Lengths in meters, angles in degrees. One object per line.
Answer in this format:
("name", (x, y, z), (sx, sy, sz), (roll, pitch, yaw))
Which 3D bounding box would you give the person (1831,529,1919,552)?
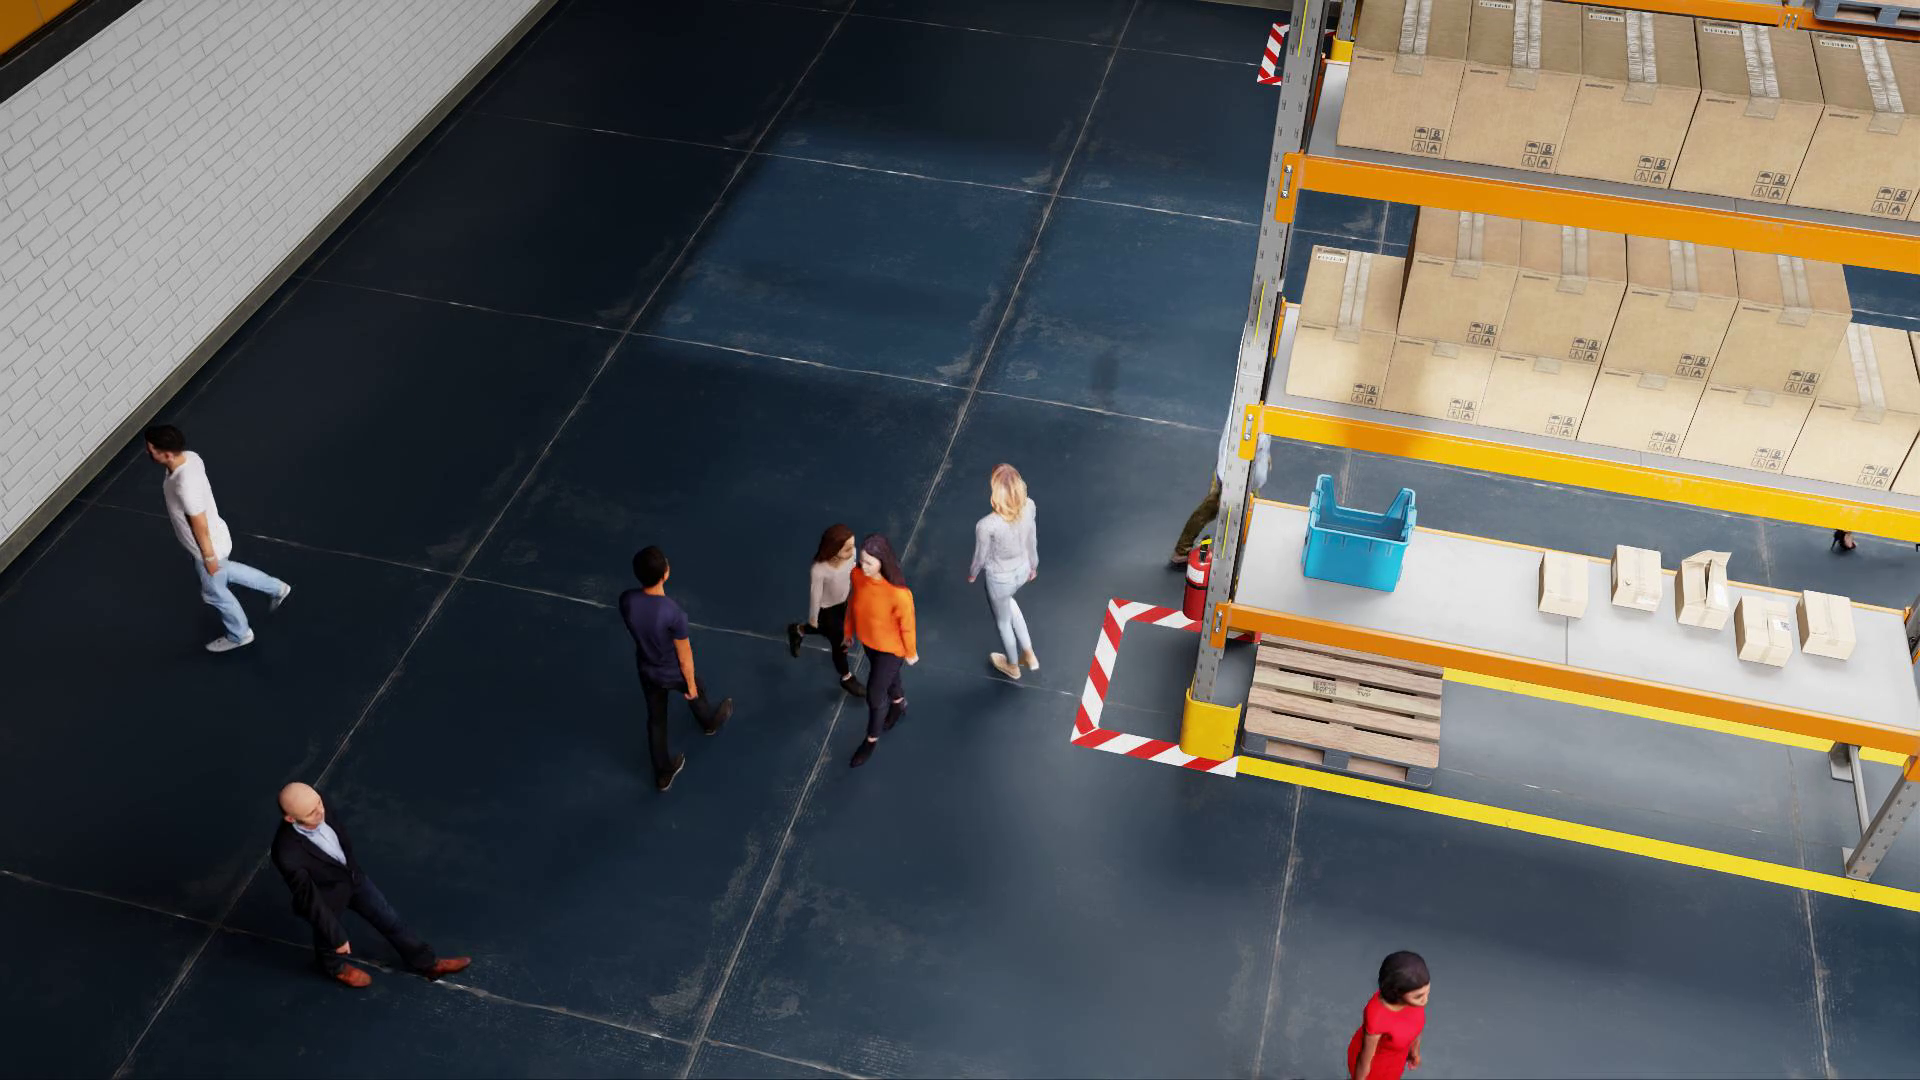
("person", (6.455, -0.513, 11.413), (1.096, 1.680, 0.878), (-2, 44, -2))

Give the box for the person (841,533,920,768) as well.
("person", (-0.404, 0.581, 10.226), (0.919, 1.732, 0.898), (-34, 53, -30))

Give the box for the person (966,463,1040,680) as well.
("person", (0.342, 0.288, 10.501), (0.761, 1.778, 0.827), (-28, 50, -26))

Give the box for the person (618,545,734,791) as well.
("person", (-1.820, 0.833, 9.946), (0.954, 1.754, 0.805), (16, 46, 16))

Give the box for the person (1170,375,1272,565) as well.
("person", (1.787, -0.422, 11.263), (1.238, 1.754, 0.829), (3, 44, 3))

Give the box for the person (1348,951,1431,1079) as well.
("person", (1.993, 2.521, 8.191), (0.824, 1.731, 0.740), (33, 53, 30))

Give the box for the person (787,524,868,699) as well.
("person", (-0.889, 0.393, 10.630), (1.007, 1.449, 0.784), (29, 51, 27))

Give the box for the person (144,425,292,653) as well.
("person", (-4.803, -0.025, 10.776), (1.017, 1.852, 0.933), (-15, 46, -16))

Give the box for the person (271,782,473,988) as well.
("person", (-3.416, 1.862, 8.858), (1.100, 1.764, 0.755), (8, 44, 8))
